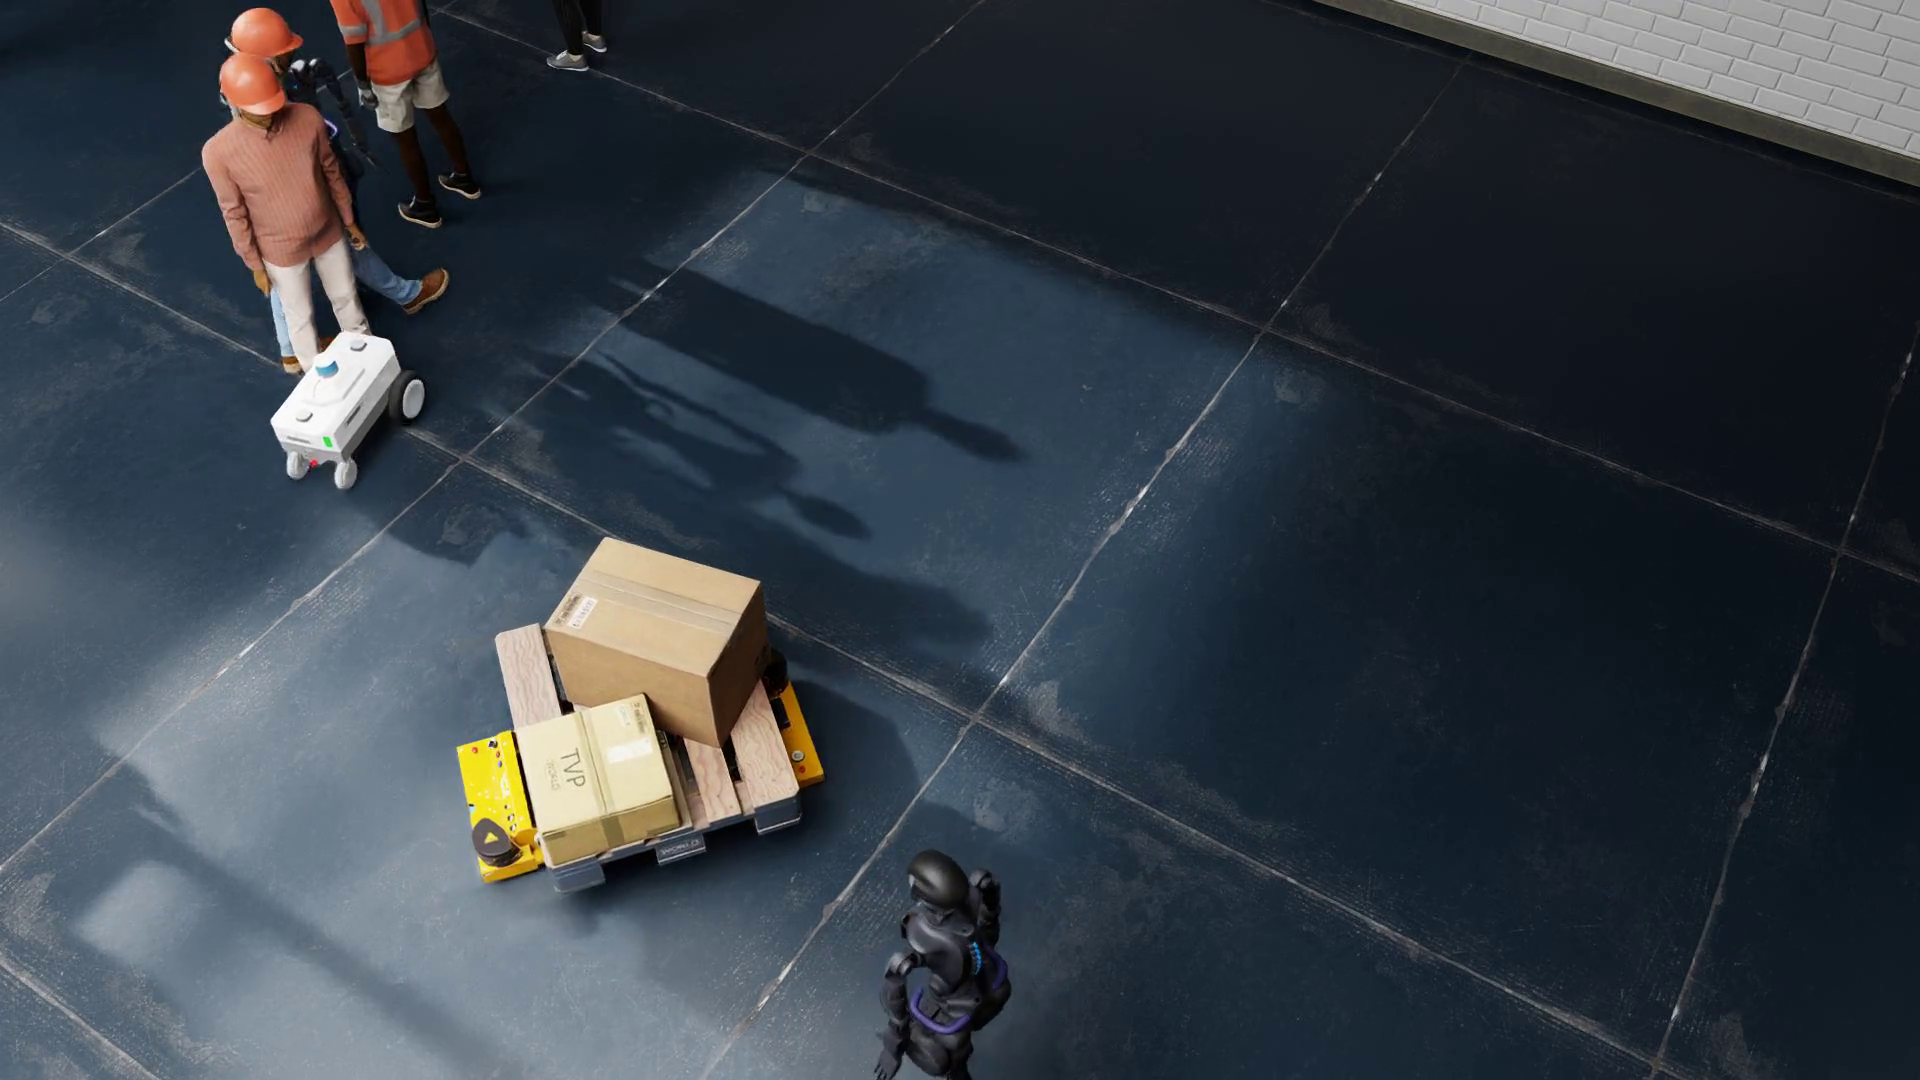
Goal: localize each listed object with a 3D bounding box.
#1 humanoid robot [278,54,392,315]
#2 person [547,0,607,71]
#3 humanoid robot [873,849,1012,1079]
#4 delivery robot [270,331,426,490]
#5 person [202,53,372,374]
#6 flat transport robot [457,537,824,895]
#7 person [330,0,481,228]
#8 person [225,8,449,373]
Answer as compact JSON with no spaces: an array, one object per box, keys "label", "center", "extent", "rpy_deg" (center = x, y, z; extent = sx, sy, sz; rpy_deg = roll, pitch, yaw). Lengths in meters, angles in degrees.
[{"label":"humanoid robot","center":[-3.259,-1.914,8.557],"extent":[0.359,1.650,0.601],"rpy_deg":[33,57,26]},{"label":"person","center":[-2.455,-3.678,10.040],"extent":[0.449,1.755,0.772],"rpy_deg":[19,52,16]},{"label":"humanoid robot","center":[-0.068,1.533,5.561],"extent":[0.761,1.630,0.601],"rpy_deg":[31,56,24]},{"label":"delivery robot","center":[-3.052,-0.681,8.232],"extent":[0.499,0.611,0.812],"rpy_deg":[12,50,10]},{"label":"person","center":[-3.134,-1.432,7.926],"extent":[0.381,1.990,0.607],"rpy_deg":[35,57,27]},{"label":"flat transport robot","center":[-1.353,0.922,7.010],"extent":[1.431,0.231,0.659],"rpy_deg":[-15,51,-13]},{"label":"person","center":[-3.044,-2.600,8.972],"extent":[0.389,1.956,0.603],"rpy_deg":[24,53,20]},{"label":"person","center":[-3.206,-1.747,8.232],"extent":[1.010,1.927,0.649],"rpy_deg":[-37,58,-28]}]
